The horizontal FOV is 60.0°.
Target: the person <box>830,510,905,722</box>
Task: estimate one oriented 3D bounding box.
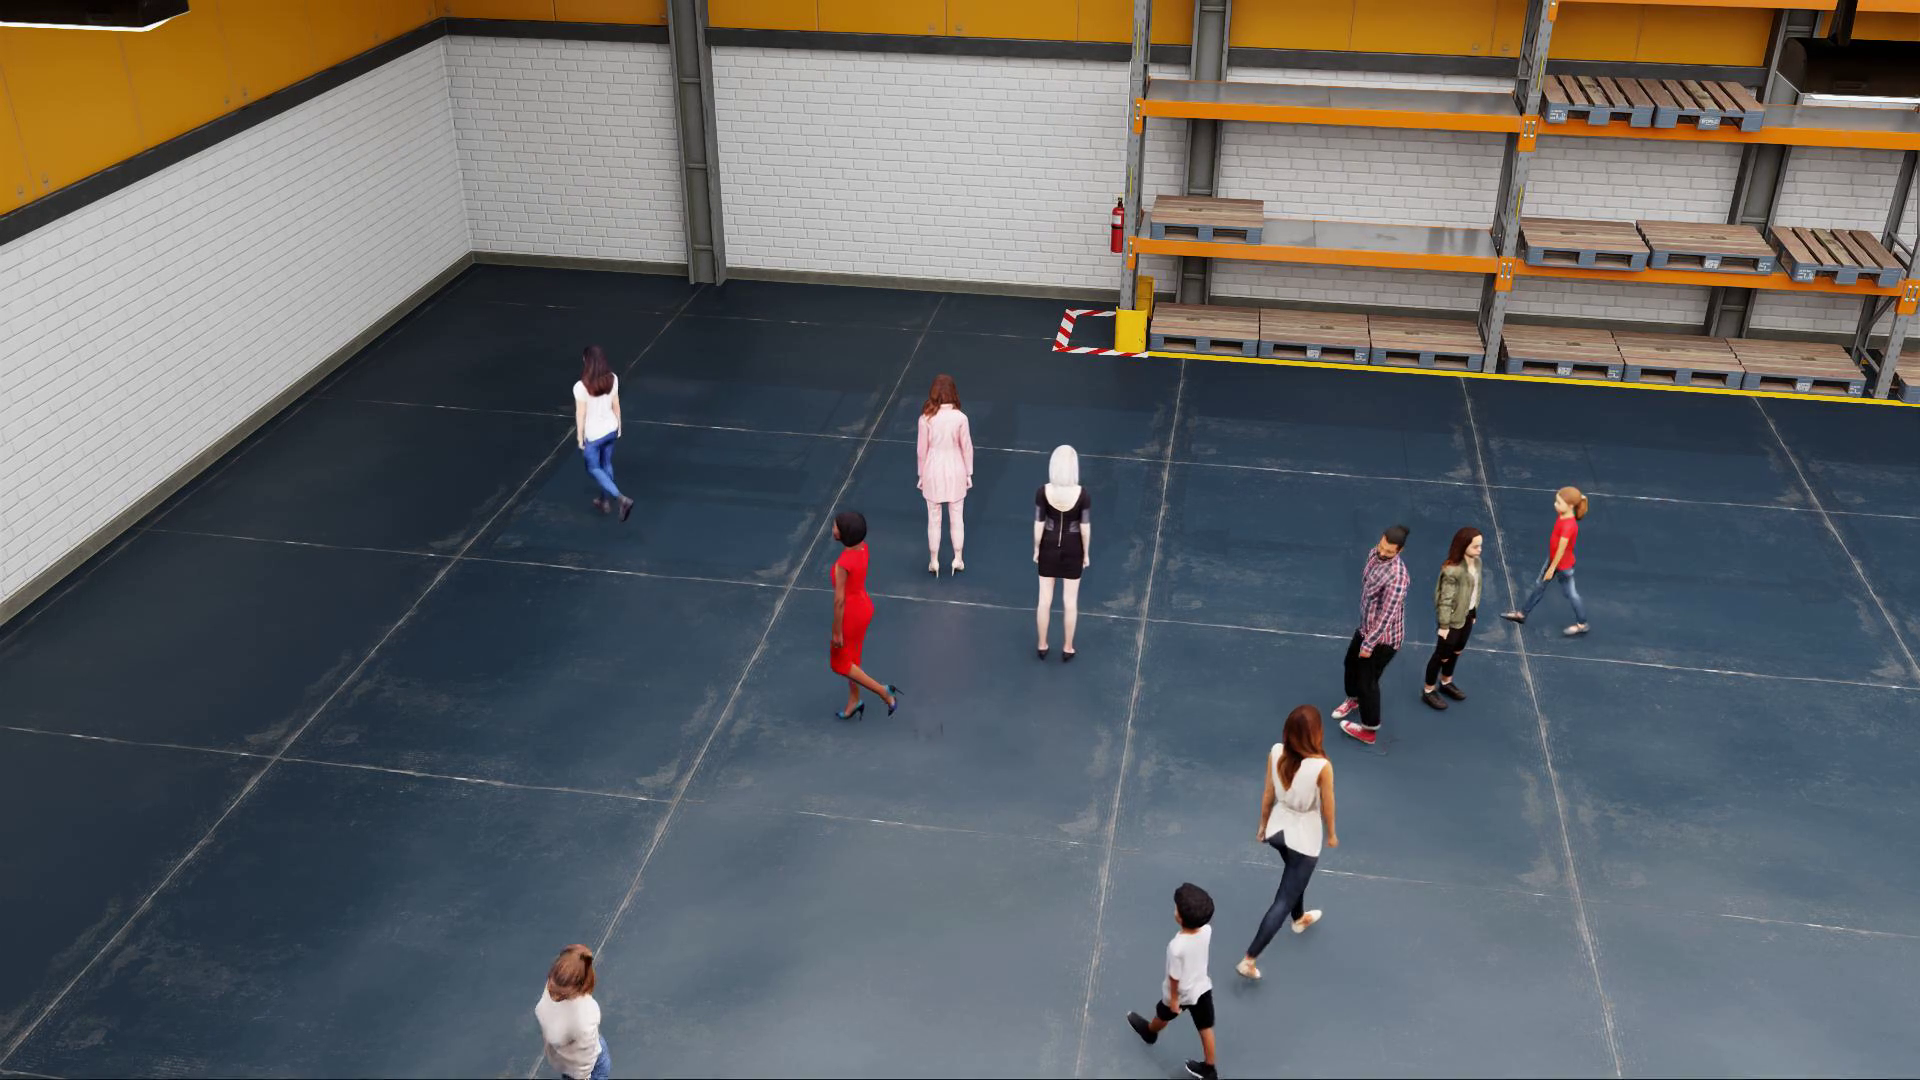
[{"bbox_3d":[-0.692,0.599,11.909,0.792,1.733,0.628,7,29,13],"label":"person"}]

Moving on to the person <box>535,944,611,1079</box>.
[{"bbox_3d":[-1.893,2.622,8.231,0.705,1.704,0.707,-3,29,-5],"label":"person"}]

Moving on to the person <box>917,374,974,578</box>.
[{"bbox_3d":[-0.138,-0.526,13.900,0.526,1.801,0.719,-1,29,-2],"label":"person"}]

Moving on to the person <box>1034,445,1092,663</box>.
[{"bbox_3d":[0.769,0.118,12.688,0.425,1.832,0.635,4,29,7],"label":"person"}]

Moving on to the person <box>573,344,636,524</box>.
[{"bbox_3d":[-3.144,-0.892,14.715,1.038,1.663,0.898,24,37,36],"label":"person"}]

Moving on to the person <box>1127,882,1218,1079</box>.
[{"bbox_3d":[1.289,2.448,9.051,0.833,1.224,0.914,-20,35,-32],"label":"person"}]

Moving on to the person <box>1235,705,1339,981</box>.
[{"bbox_3d":[1.903,1.791,9.702,1.089,1.753,1.095,-22,36,-35],"label":"person"}]

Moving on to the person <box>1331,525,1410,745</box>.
[{"bbox_3d":[2.989,0.666,11.789,0.724,1.729,0.822,3,29,6],"label":"person"}]

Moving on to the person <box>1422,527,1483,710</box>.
[{"bbox_3d":[3.653,0.554,12.260,0.648,1.475,0.683,-24,36,-36],"label":"person"}]

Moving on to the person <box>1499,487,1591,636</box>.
[{"bbox_3d":[4.823,0.191,13.133,0.905,1.277,0.477,4,29,8],"label":"person"}]
